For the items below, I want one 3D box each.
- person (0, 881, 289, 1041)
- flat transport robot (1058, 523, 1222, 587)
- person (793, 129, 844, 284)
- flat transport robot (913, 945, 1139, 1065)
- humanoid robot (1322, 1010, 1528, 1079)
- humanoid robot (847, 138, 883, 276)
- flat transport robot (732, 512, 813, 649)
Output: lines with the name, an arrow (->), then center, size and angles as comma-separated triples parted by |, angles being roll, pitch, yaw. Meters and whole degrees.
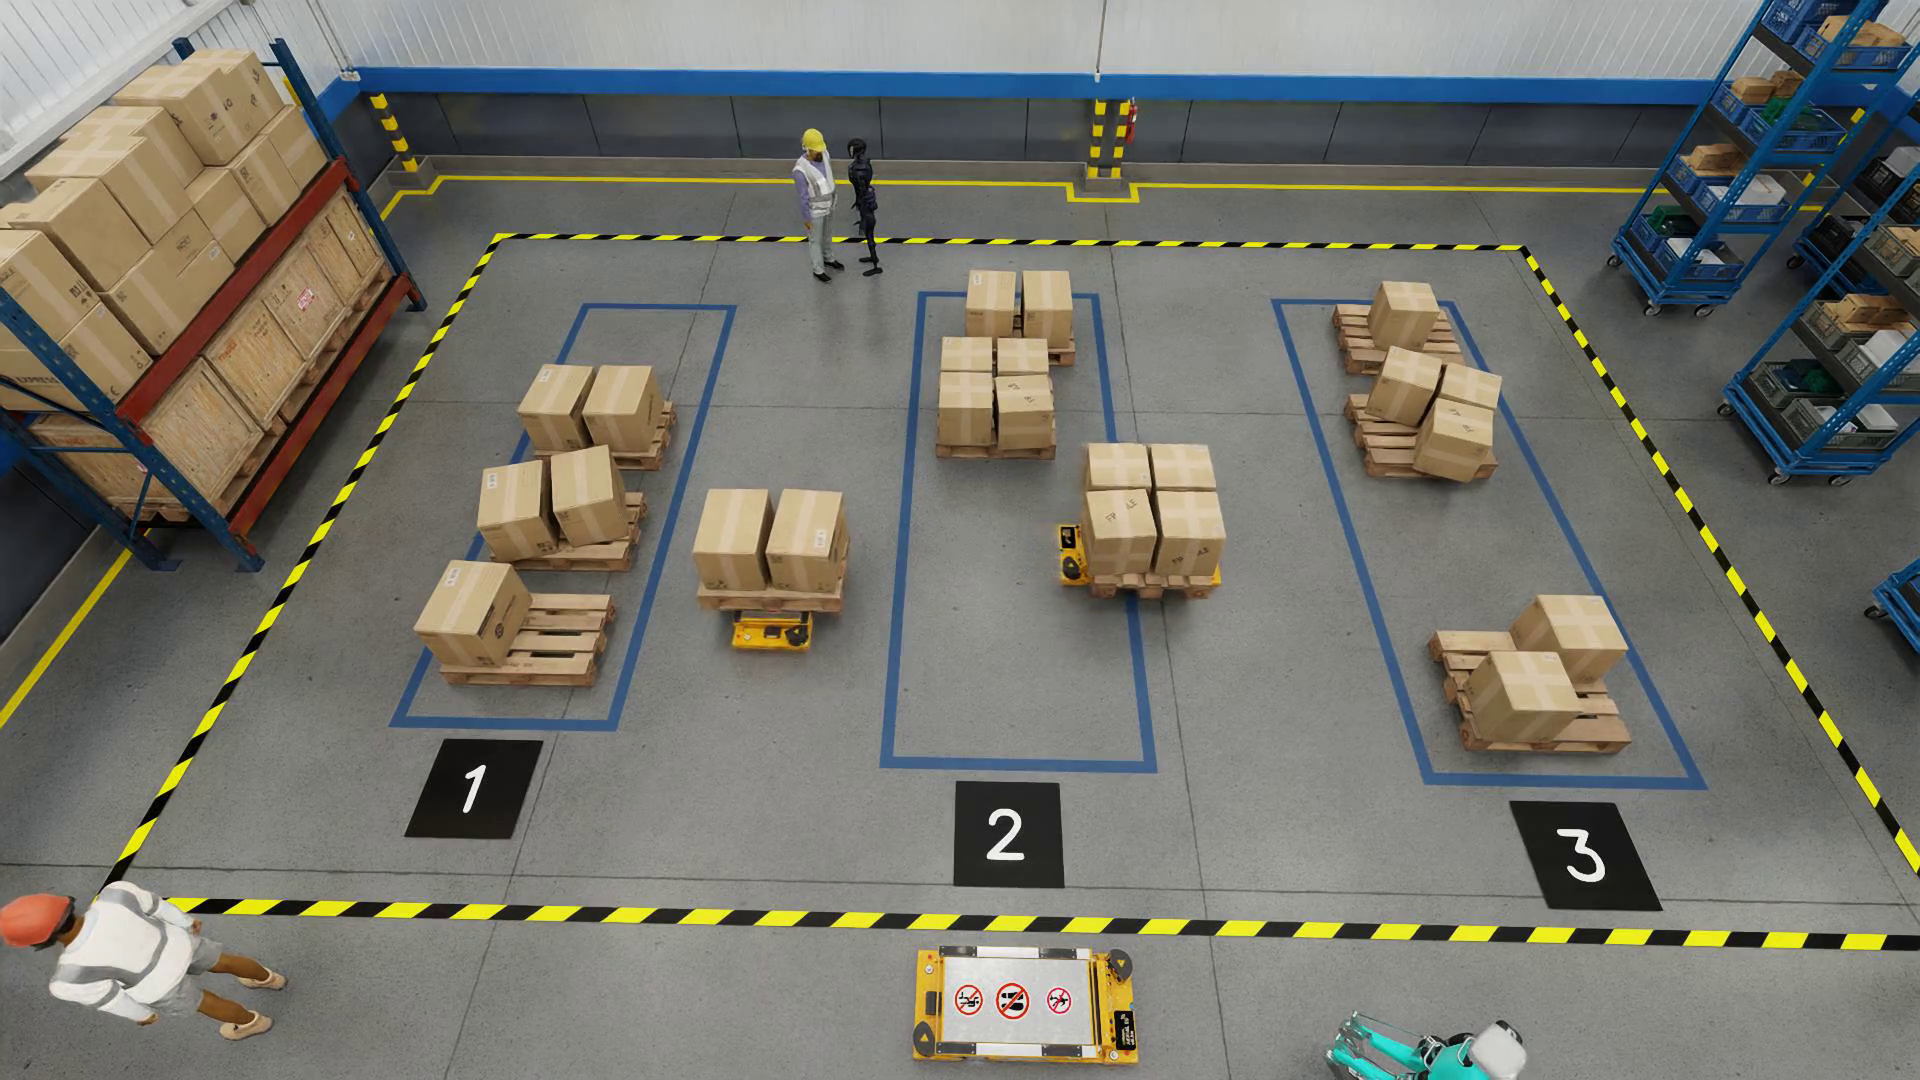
person -> -4.678, 2.473, 5.328 | 0.377, 2.041, 0.611 | -2, 51, -2
flat transport robot -> 1.636, 0.105, 8.382 | 1.431, 0.197, 0.652 | 1, 51, 1
person -> -1.623, -3.877, 10.638 | 0.404, 1.827, 0.598 | 22, 54, 17
flat transport robot -> 0.422, 3.041, 6.007 | 1.431, 0.231, 0.659 | 1, 51, 1
humanoid robot -> 2.439, 2.858, 5.122 | 0.533, 1.677, 0.735 | -36, 59, -26
humanoid robot -> -1.125, -3.893, 10.740 | 0.315, 1.657, 0.599 | -7, 51, -6
flat transport robot -> -1.599, 0.324, 8.204 | 0.652, 0.197, 1.431 | 1, 51, 1
